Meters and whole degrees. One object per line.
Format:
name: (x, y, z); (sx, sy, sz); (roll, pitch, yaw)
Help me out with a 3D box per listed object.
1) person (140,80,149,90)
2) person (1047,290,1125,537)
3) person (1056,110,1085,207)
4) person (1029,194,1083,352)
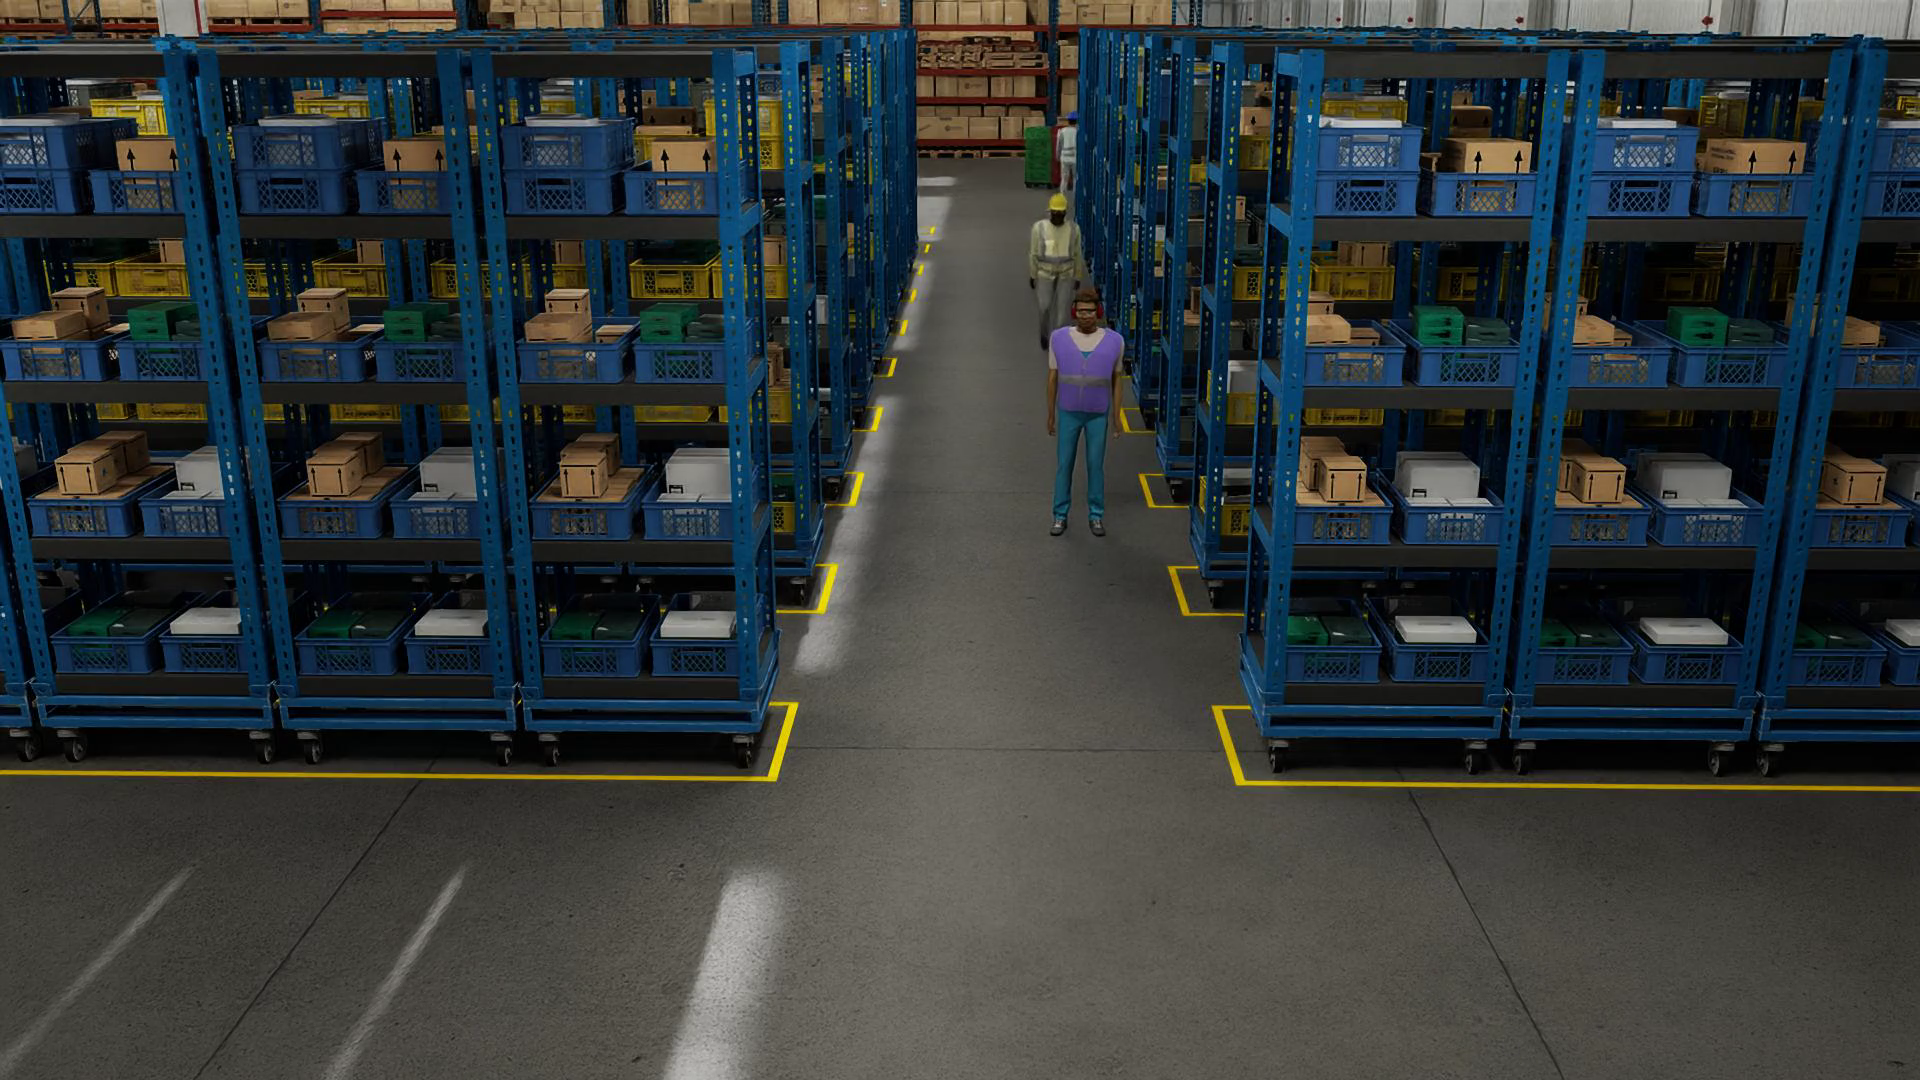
person: (-26.022, -13.775, 53.246); (0.430, 1.845, 0.619); (4, 18, 13)
person: (0.923, -0.942, 12.336); (0.563, 1.847, 0.393); (1, 17, 4)
person: (2.280, -7.794, 34.022); (0.614, 1.948, 0.410); (5, 18, 16)
person: (1.108, -3.048, 19.089); (0.619, 1.819, 0.498); (-1, 17, -4)
